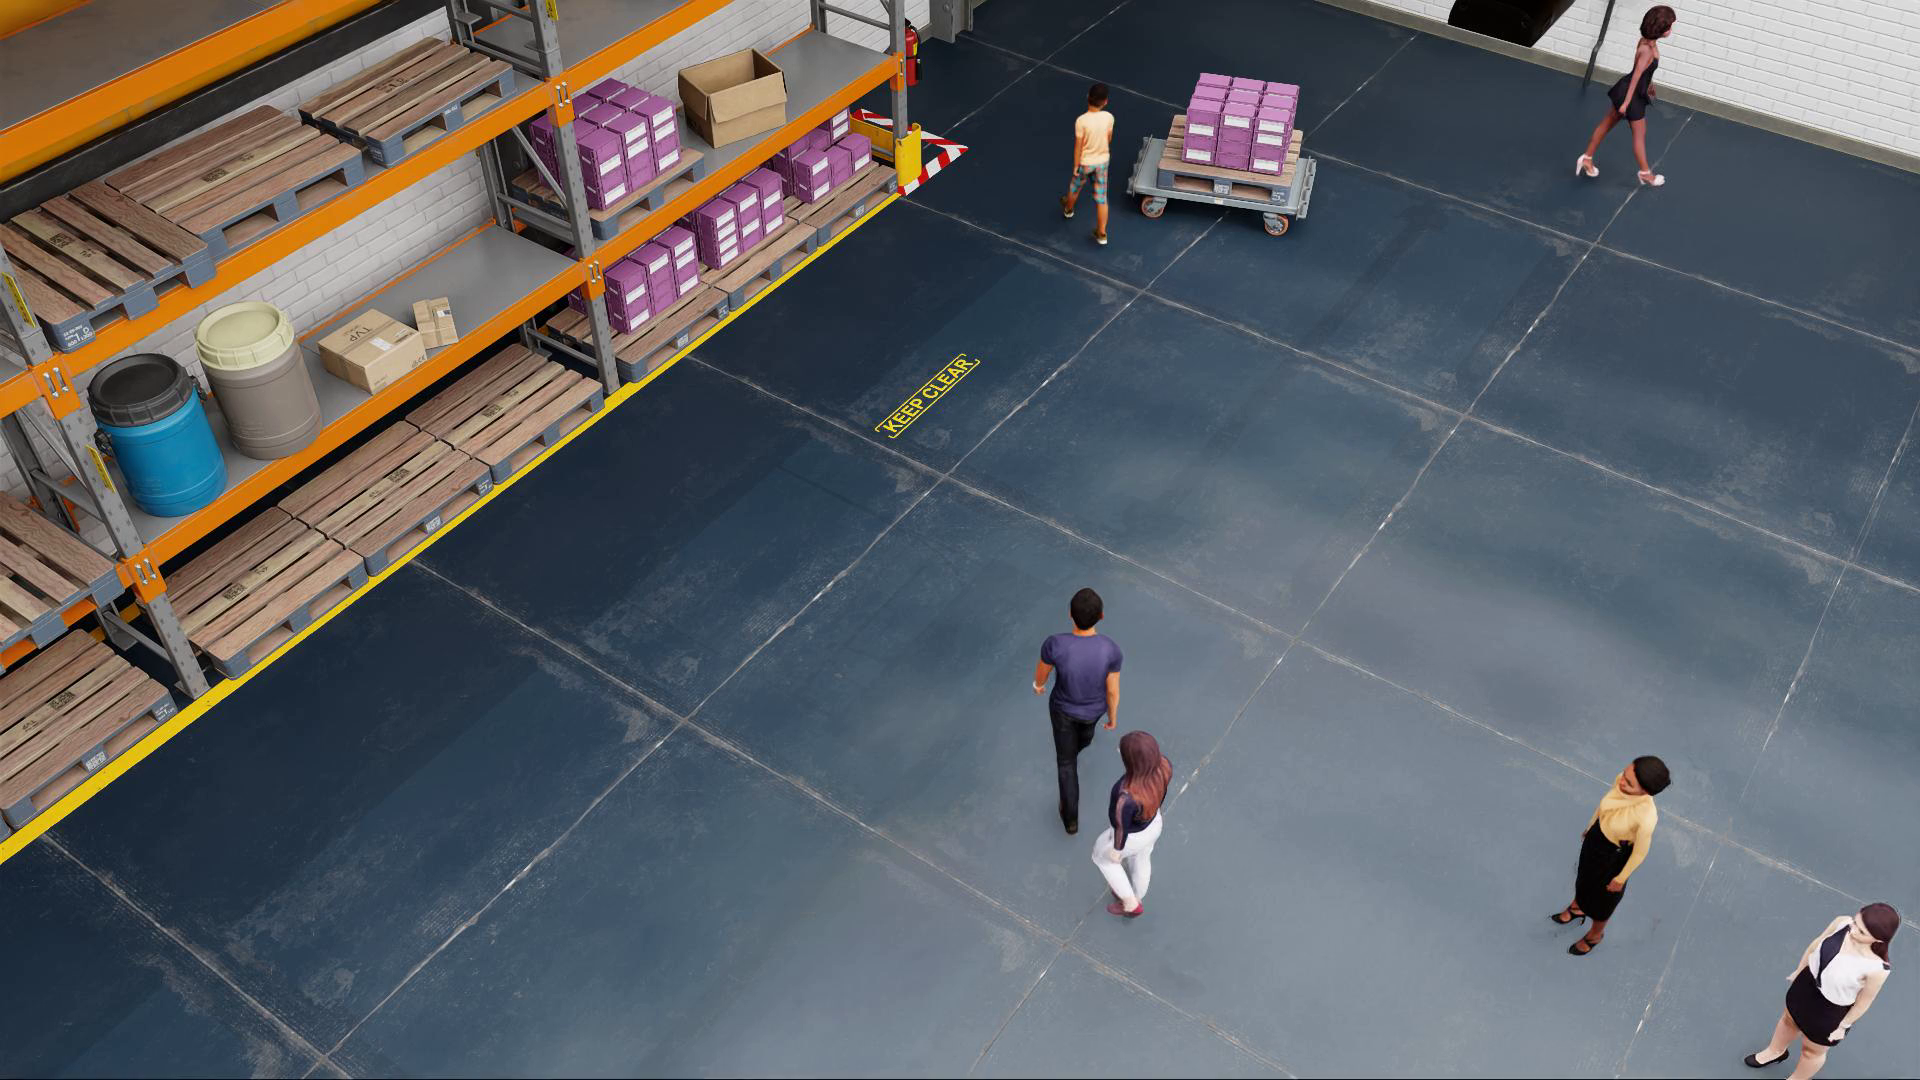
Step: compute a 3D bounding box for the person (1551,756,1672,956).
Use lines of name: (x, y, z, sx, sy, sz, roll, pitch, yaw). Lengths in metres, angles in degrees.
person: (3.633, 1.755, 9.287, 0.731, 1.655, 0.662, -4, 44, -5)

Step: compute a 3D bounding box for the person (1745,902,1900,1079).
person: (4.494, 2.384, 8.632, 0.678, 1.647, 0.634, -10, 45, -11)

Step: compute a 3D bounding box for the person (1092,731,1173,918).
person: (1.031, 1.680, 9.407, 0.725, 1.598, 0.568, 34, 53, 30)

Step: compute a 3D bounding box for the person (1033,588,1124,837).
person: (0.697, 1.072, 9.943, 1.058, 1.739, 1.205, -1, 44, -1)

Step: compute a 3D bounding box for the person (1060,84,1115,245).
person: (1.205, -3.306, 14.767, 0.952, 1.424, 0.981, -10, 45, -11)

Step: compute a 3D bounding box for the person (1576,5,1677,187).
person: (6.091, -4.088, 15.349, 0.843, 1.753, 1.028, 10, 45, 10)
